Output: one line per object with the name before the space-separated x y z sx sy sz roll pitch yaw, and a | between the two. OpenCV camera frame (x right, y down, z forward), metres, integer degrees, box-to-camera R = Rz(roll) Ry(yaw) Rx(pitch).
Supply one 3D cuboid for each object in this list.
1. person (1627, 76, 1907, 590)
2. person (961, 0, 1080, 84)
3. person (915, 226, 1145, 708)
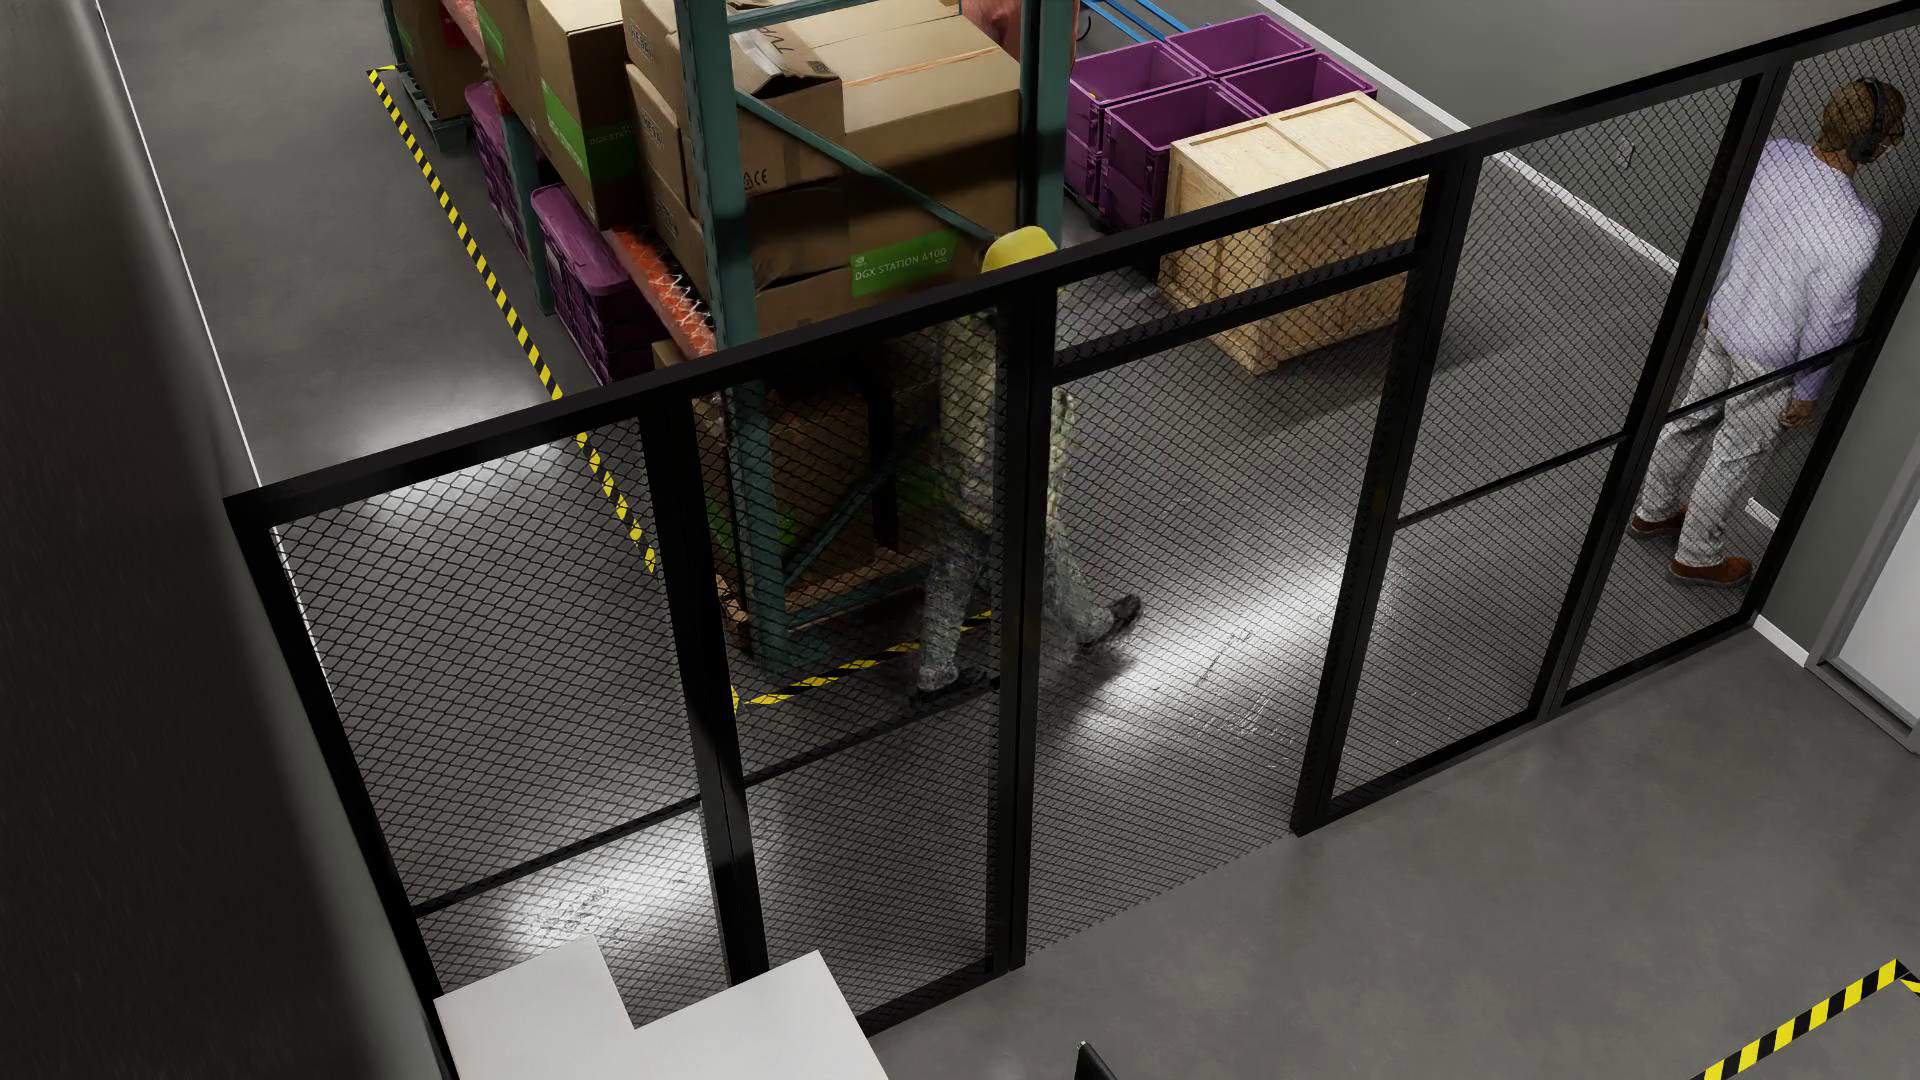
person | 2.740 -0.675 5.684 0.354 1.937 0.635 -8 43 -9
person | 0.225 -1.807 6.887 0.611 1.987 0.383 -32 51 -30
person | 0.206 -0.212 5.287 0.922 1.780 0.618 -24 48 -24
